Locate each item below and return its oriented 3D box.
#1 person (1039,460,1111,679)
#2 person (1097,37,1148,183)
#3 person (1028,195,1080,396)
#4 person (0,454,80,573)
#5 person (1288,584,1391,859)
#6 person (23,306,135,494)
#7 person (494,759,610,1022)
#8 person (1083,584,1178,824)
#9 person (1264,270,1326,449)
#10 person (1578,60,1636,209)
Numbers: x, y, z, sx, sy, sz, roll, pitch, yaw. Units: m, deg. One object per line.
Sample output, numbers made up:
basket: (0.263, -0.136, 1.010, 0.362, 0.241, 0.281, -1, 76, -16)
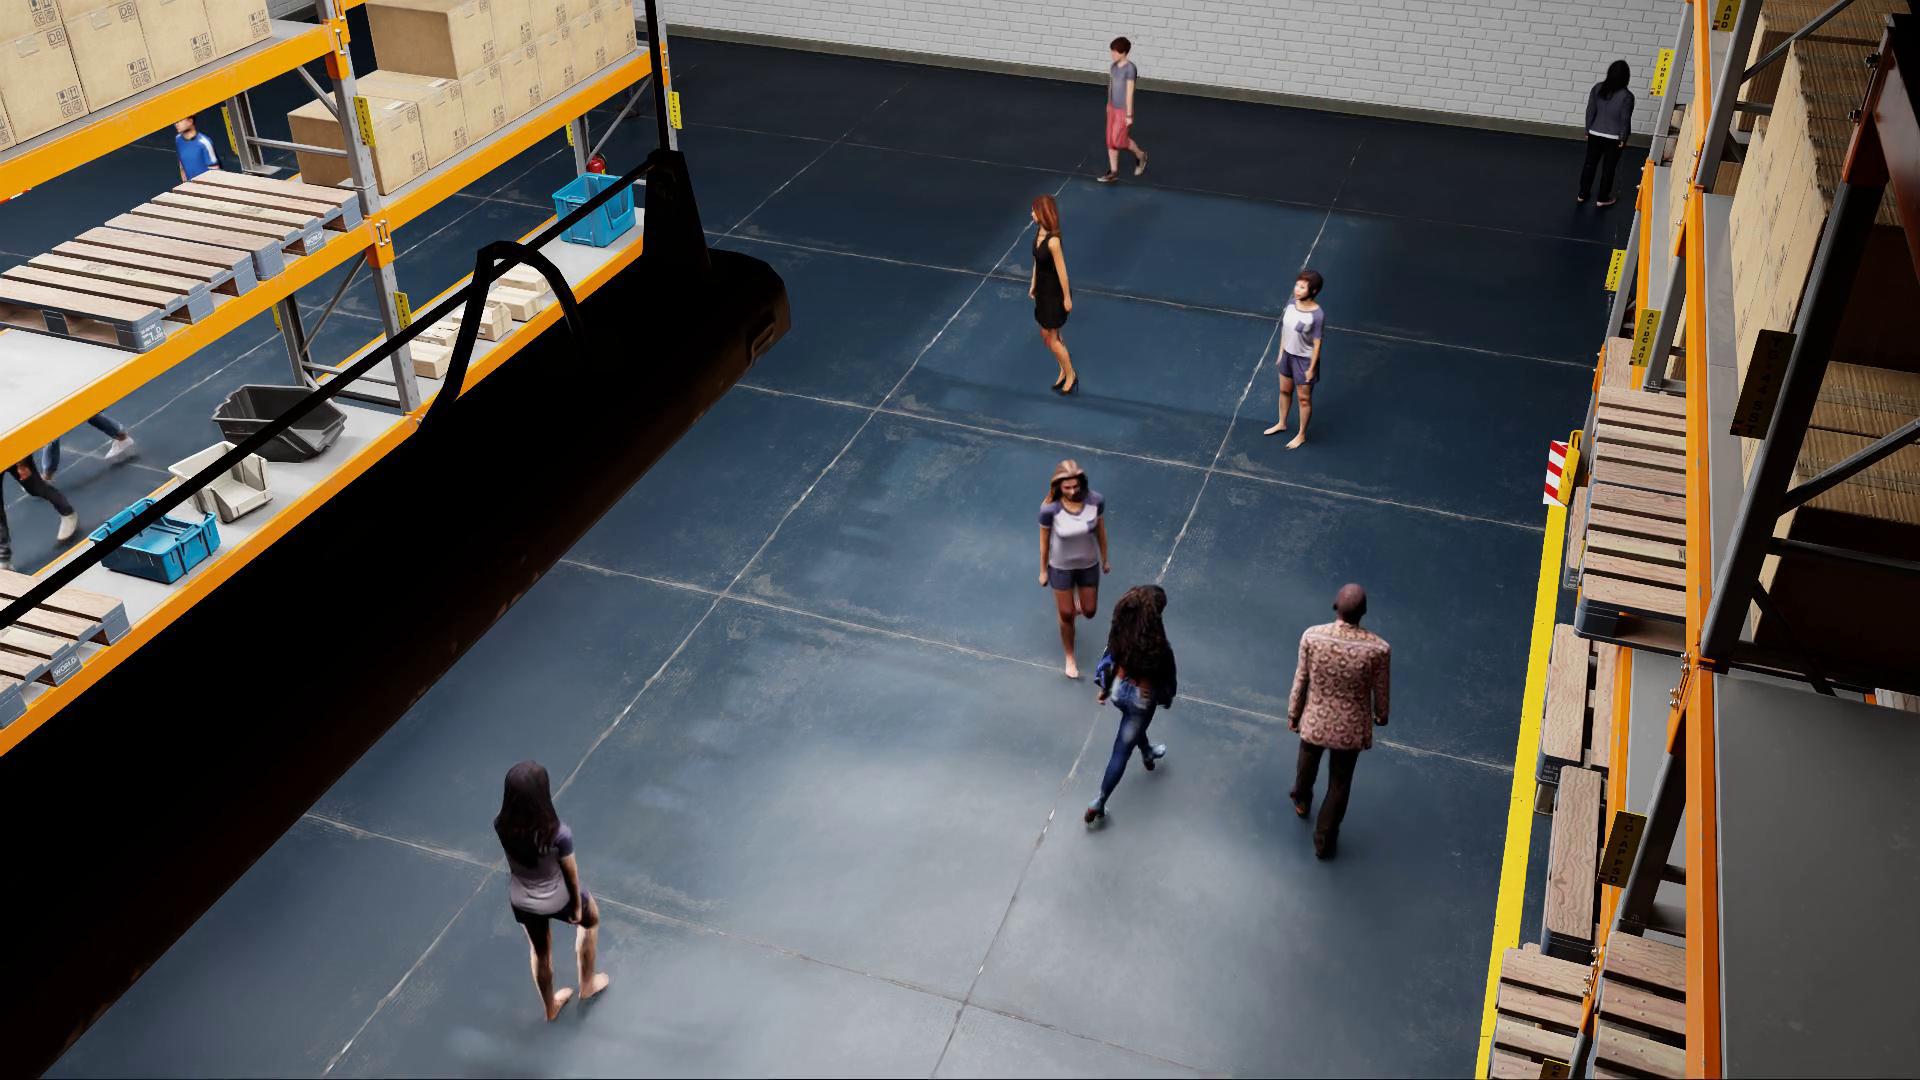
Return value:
person: (0.762, 0.129, 11.202, 0.840, 1.704, 0.928, -7, 34, -10)
person: (1.880, -4.838, 18.737, 0.949, 1.635, 0.860, -19, 38, -26)
person: (0.856, -2.089, 14.454, 0.809, 1.799, 0.731, -17, 37, -23)
person: (-7.011, -0.678, 12.281, 0.868, 1.853, 1.280, 4, 34, 6)
person: (2.169, 1.104, 9.660, 0.723, 1.786, 0.832, 14, 36, 20)
person: (-7.170, -1.265, 13.325, 0.872, 1.675, 1.253, 22, 39, 29)
person: (-2.184, 1.877, 8.581, 0.626, 1.694, 0.647, 7, 34, 10)
person: (1.006, 1.010, 9.995, 0.895, 1.573, 1.189, 24, 41, 32)
person: (2.825, -1.528, 13.820, 0.692, 1.565, 0.652, -19, 38, -26)
person: (7.081, -4.450, 18.187, 0.818, 1.597, 0.792, -26, 41, -33)
